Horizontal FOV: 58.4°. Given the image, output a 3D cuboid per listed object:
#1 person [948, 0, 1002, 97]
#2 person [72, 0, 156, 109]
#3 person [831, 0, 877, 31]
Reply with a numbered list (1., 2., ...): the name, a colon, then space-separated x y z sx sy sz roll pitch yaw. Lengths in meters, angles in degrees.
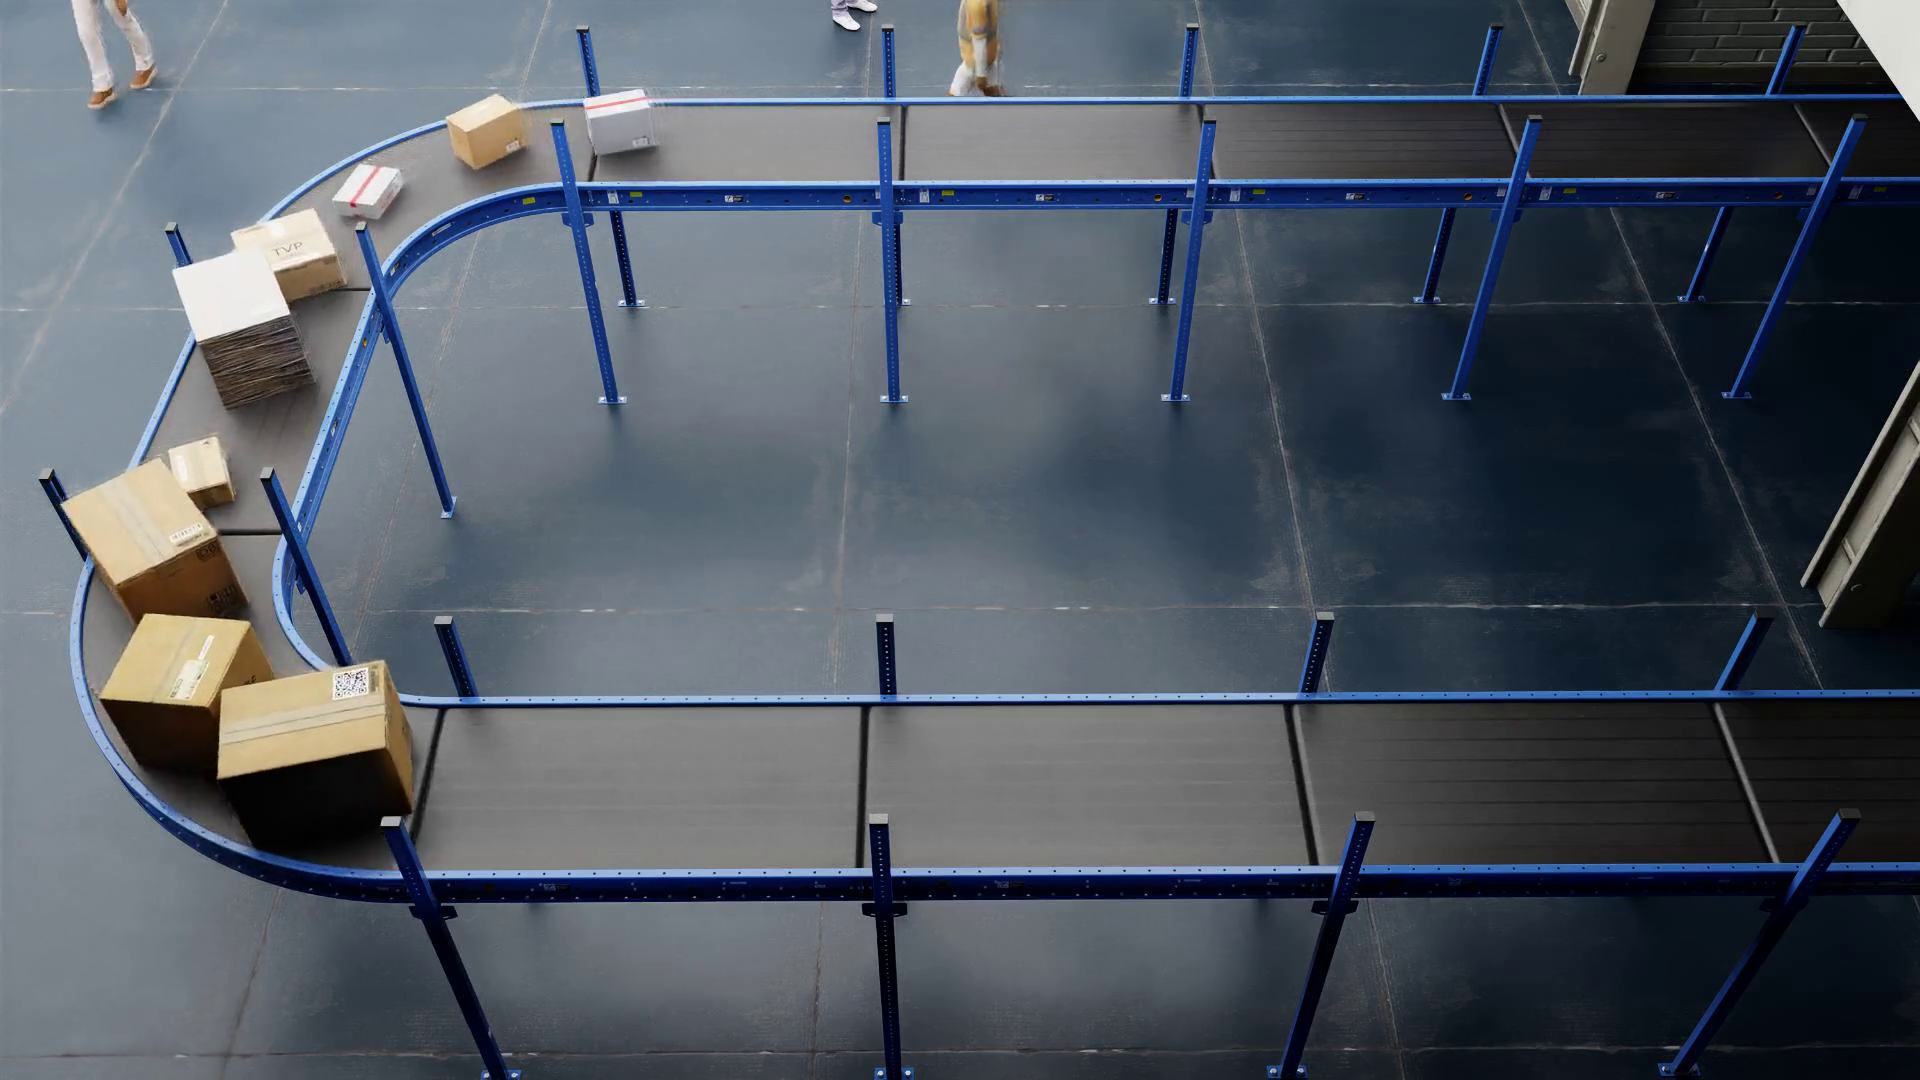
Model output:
1. person: 0.020 -3.879 13.603 0.972 1.886 0.563 7 47 6
2. person: -7.193 -4.504 14.135 0.652 1.964 0.845 7 47 7
3. person: -0.969 -5.444 15.056 0.408 1.906 0.653 18 49 16
